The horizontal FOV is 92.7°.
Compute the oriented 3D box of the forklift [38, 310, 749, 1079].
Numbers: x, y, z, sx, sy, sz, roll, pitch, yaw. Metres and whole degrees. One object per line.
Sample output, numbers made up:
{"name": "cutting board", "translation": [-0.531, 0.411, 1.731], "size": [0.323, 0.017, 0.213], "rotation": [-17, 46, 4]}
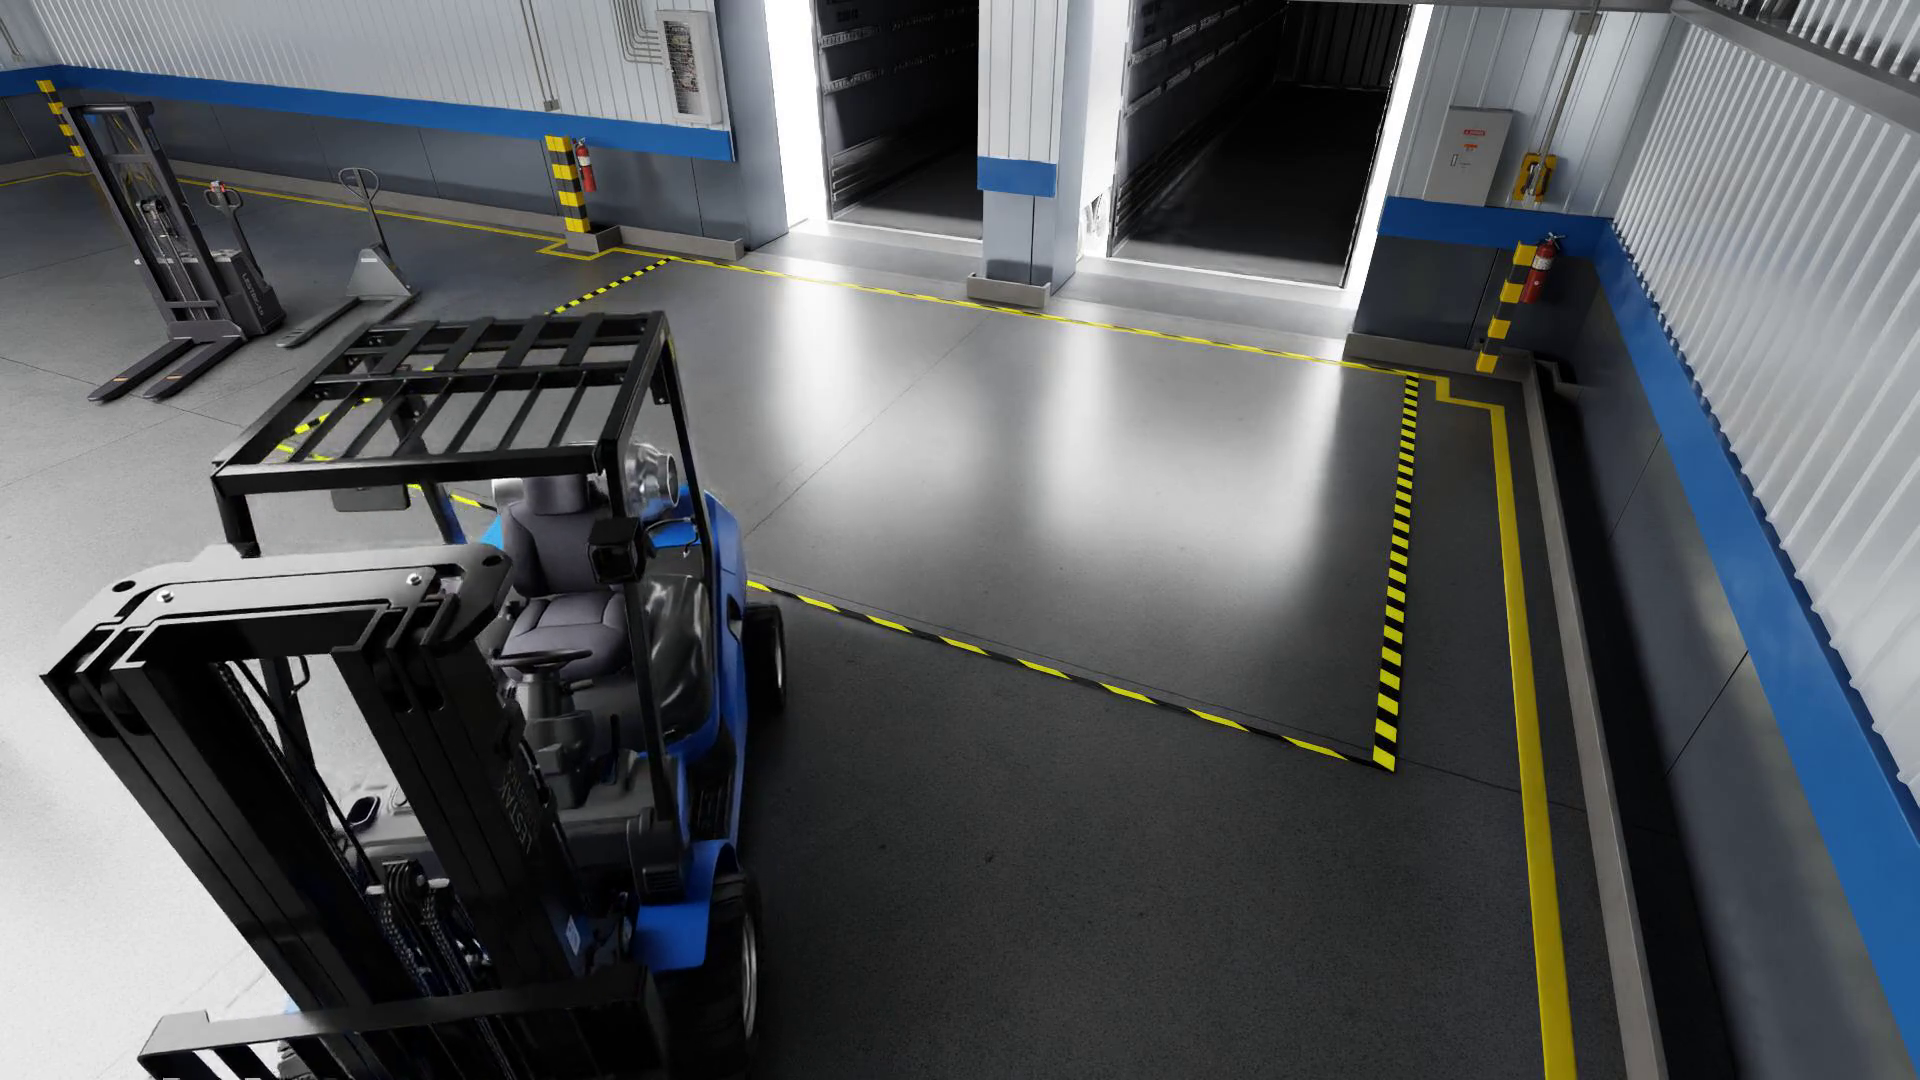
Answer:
{"name": "forklift", "translation": [-1.442, 0.367, 3.184], "size": [1.157, 2.036, 2.680], "rotation": [-4, 35, -6]}

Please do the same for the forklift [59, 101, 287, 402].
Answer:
{"name": "forklift", "translation": [-6.686, -2.387, 7.434], "size": [0.823, 1.965, 1.885], "rotation": [-3, 35, -5]}

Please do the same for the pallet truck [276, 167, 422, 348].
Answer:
{"name": "pallet truck", "translation": [-5.732, -2.611, 8.414], "size": [0.680, 1.201, 1.601], "rotation": [-1, 35, -1]}
